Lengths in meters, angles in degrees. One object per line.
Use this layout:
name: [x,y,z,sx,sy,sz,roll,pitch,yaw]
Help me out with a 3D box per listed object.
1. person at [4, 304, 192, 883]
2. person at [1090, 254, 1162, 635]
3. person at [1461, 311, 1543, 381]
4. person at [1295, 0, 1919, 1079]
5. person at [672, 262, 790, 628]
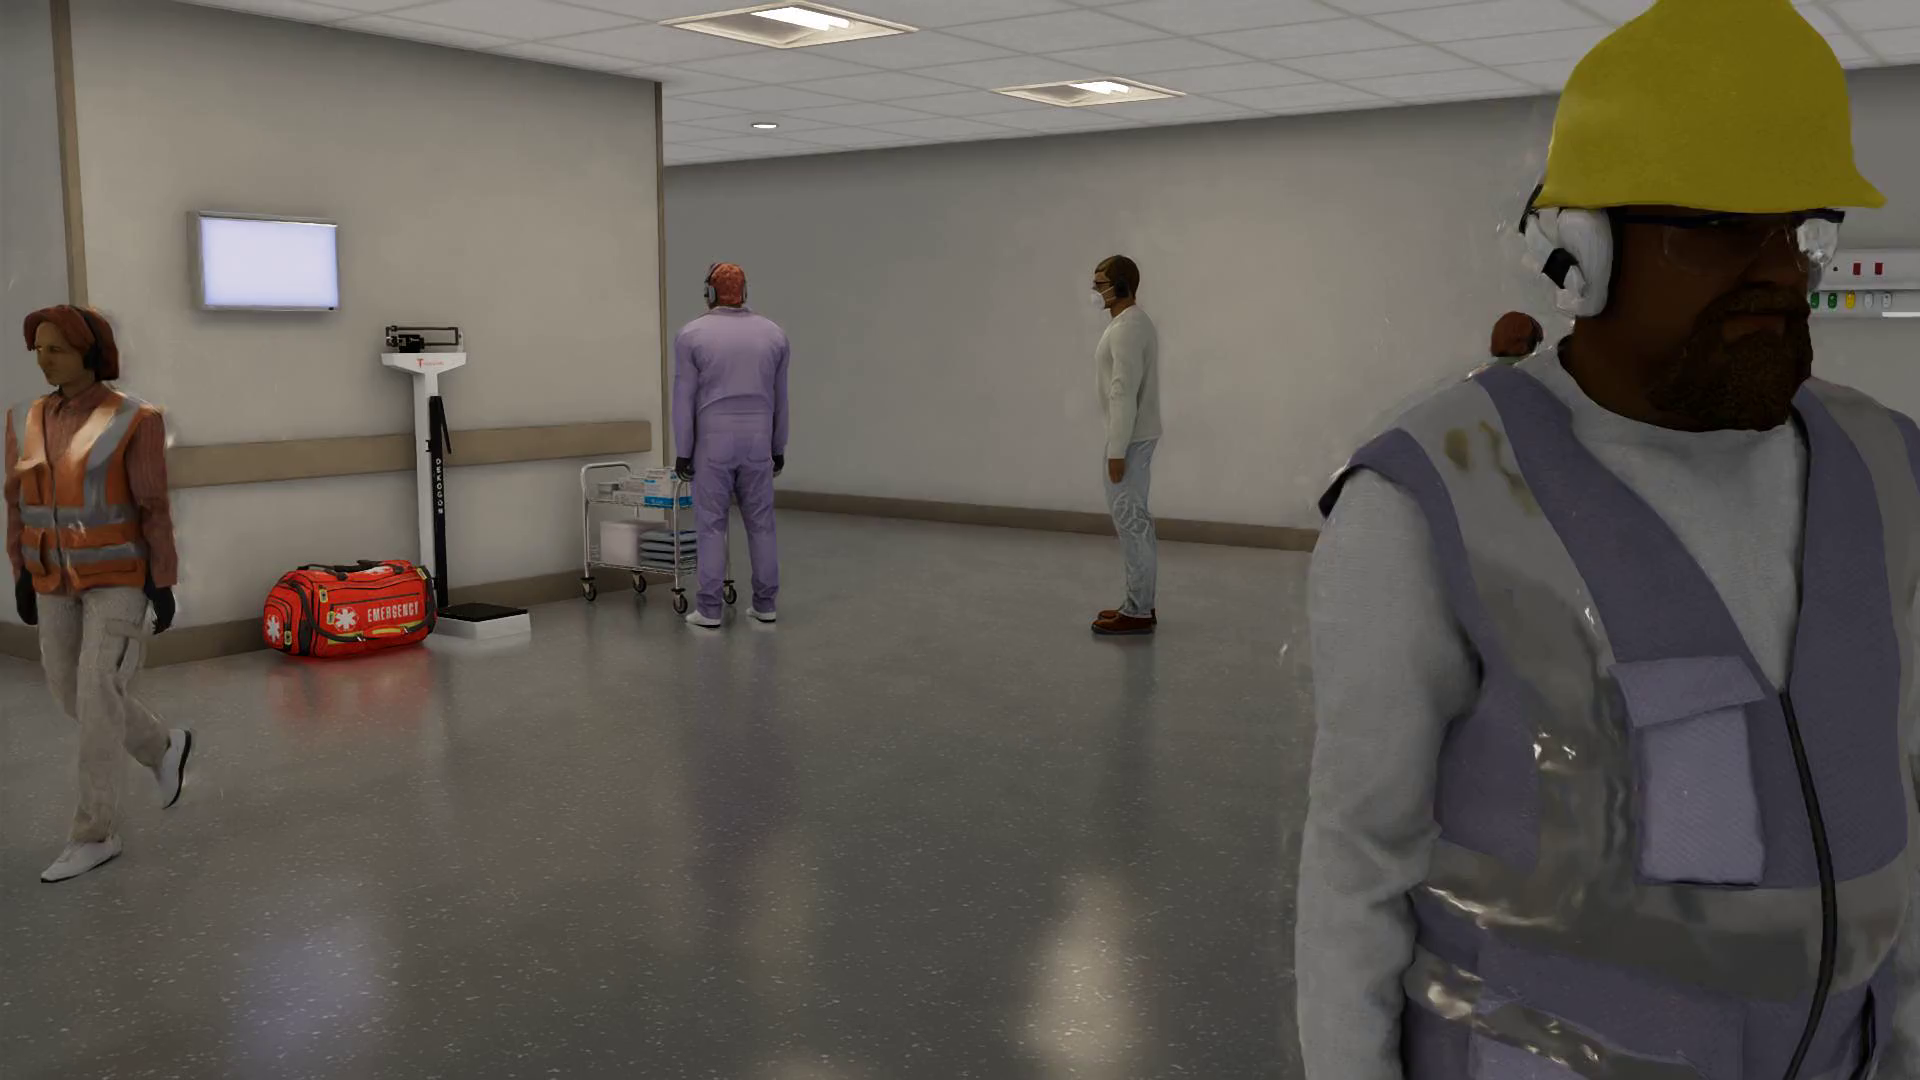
person: [-2.509,0.121,4.890,0.524,1.617,0.703,2,7,13]
person: [0.844,-0.483,8.491,0.371,1.932,0.628,1,7,9]
person: [2.498,-0.234,7.648,0.376,1.621,0.555,-4,8,-31]
person: [0.568,0.440,1.562,0.599,1.807,0.705,-2,8,-19]
person: [-1.205,-0.494,8.706,0.647,1.899,0.399,-4,8,-31]
